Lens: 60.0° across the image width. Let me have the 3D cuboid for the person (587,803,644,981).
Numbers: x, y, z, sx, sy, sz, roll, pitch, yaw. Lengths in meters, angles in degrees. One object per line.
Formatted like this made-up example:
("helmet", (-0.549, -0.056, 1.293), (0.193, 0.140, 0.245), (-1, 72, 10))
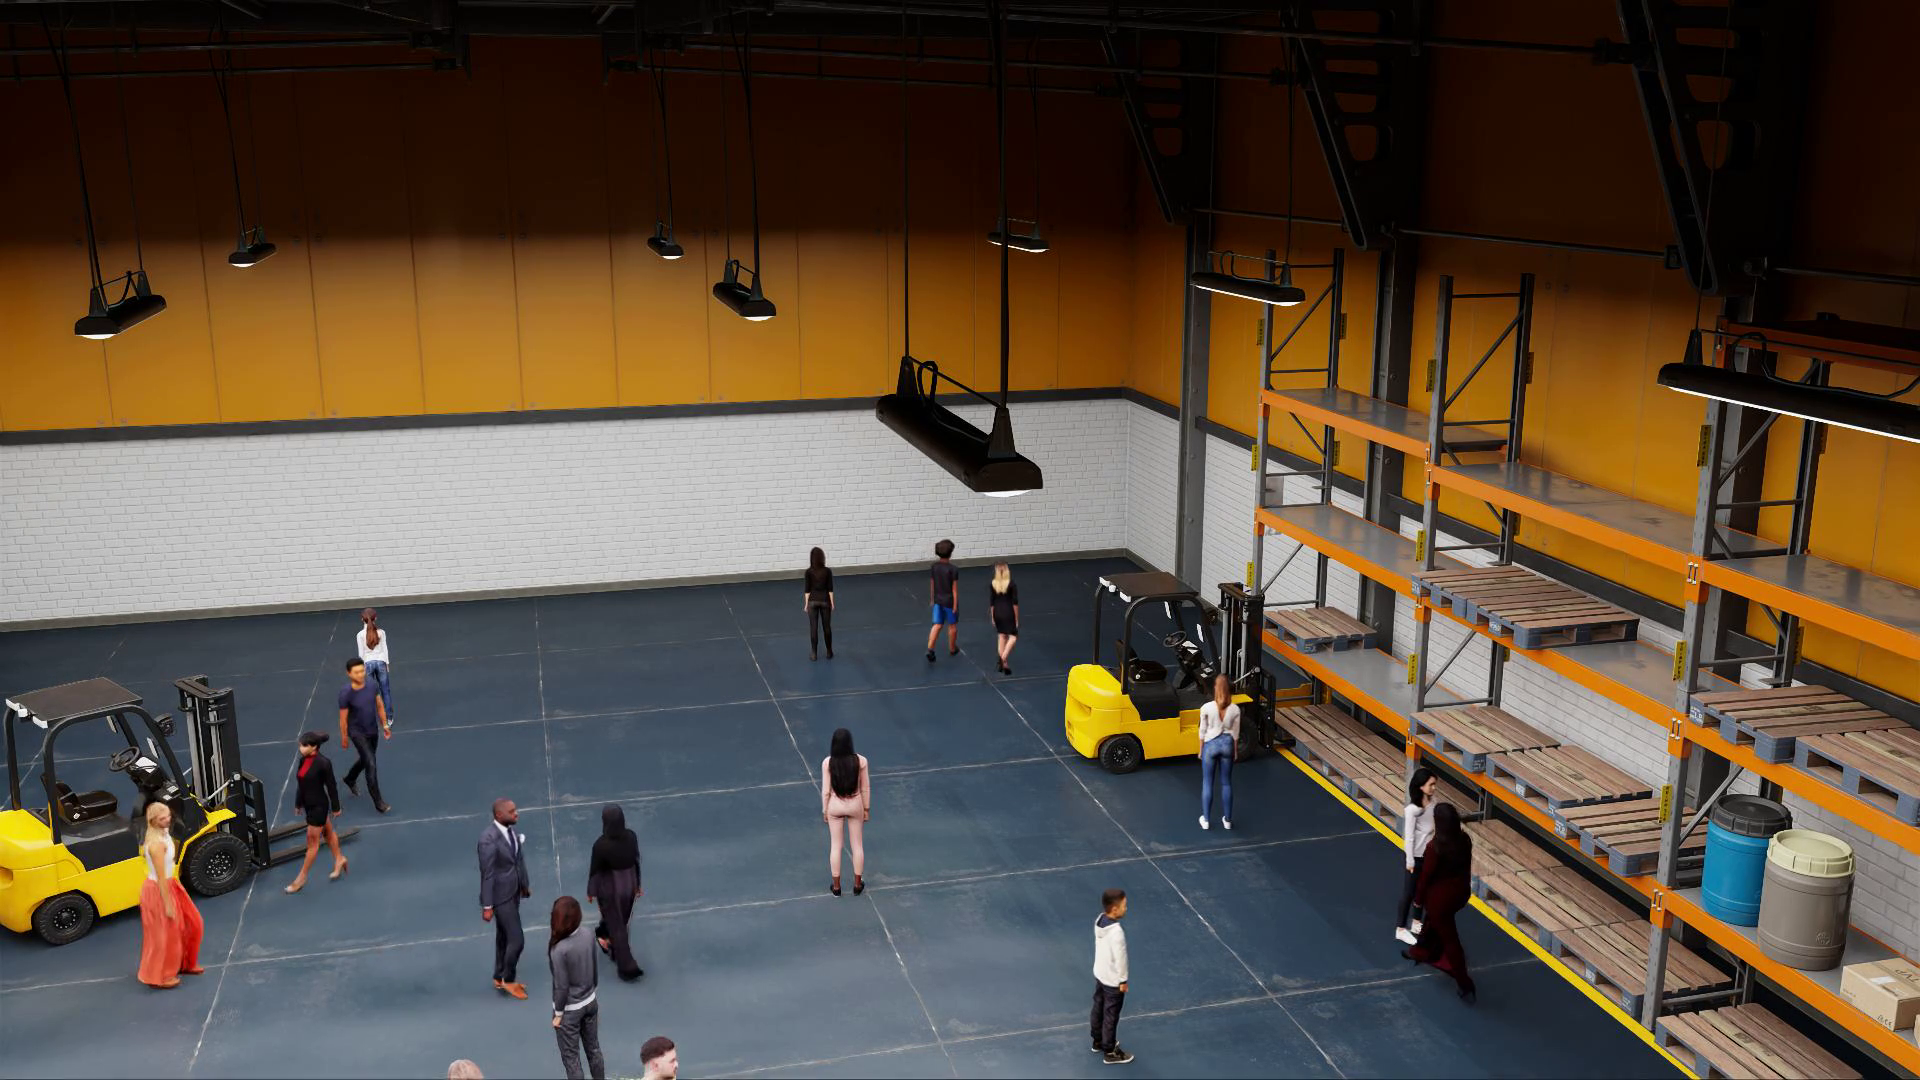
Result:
("person", (-3.020, 3.126, 14.785), (0.949, 1.607, 1.162), (-12, 18, -41))

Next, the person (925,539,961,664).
("person", (-0.262, 0.893, 23.653), (1.063, 1.773, 1.165), (7, 15, 26))

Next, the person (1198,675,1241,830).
("person", (2.798, 2.288, 18.000), (0.629, 1.721, 0.565), (-1, 14, -5))

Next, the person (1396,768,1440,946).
("person", (4.272, 2.914, 15.461), (0.686, 1.700, 0.692), (-12, 18, -41))

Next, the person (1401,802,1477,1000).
("person", (4.285, 3.172, 14.412), (0.937, 1.692, 1.208), (-10, 17, -34))

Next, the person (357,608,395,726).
("person", (-7.453, 1.611, 21.142), (0.573, 1.559, 0.581), (-7, 15, -27))

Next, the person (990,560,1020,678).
("person", (0.576, 1.116, 22.979), (0.792, 1.658, 0.856), (7, 15, 27))

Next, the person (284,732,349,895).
("person", (-6.354, 2.681, 16.619), (1.003, 1.608, 1.018), (9, 17, 34))

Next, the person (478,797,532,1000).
("person", (-4.054, 3.095, 14.485), (0.896, 1.808, 0.778), (3, 14, 13))

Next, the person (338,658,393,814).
("person", (-6.695, 2.140, 18.545), (1.217, 1.754, 1.102), (9, 16, 32))

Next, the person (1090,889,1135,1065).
("person", (1.208, 3.521, 13.488), (0.659, 1.450, 0.483), (-5, 15, -21))

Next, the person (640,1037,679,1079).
("person", (-2.008, 4.025, 10.649), (1.193, 1.805, 1.145), (9, 16, 33))

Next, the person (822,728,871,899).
("person", (-1.128, 2.675, 16.406), (0.654, 1.721, 0.576), (-1, 14, -6))

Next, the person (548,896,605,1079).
("person", (-2.931, 3.544, 12.711), (0.738, 1.770, 0.674), (7, 15, 28))

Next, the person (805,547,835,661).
("person", (-2.018, 0.908, 23.870), (0.594, 1.641, 0.540), (-2, 14, -7))

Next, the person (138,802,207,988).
("person", (-7.009, 3.109, 14.508), (0.804, 1.771, 0.744), (-6, 15, -22))
